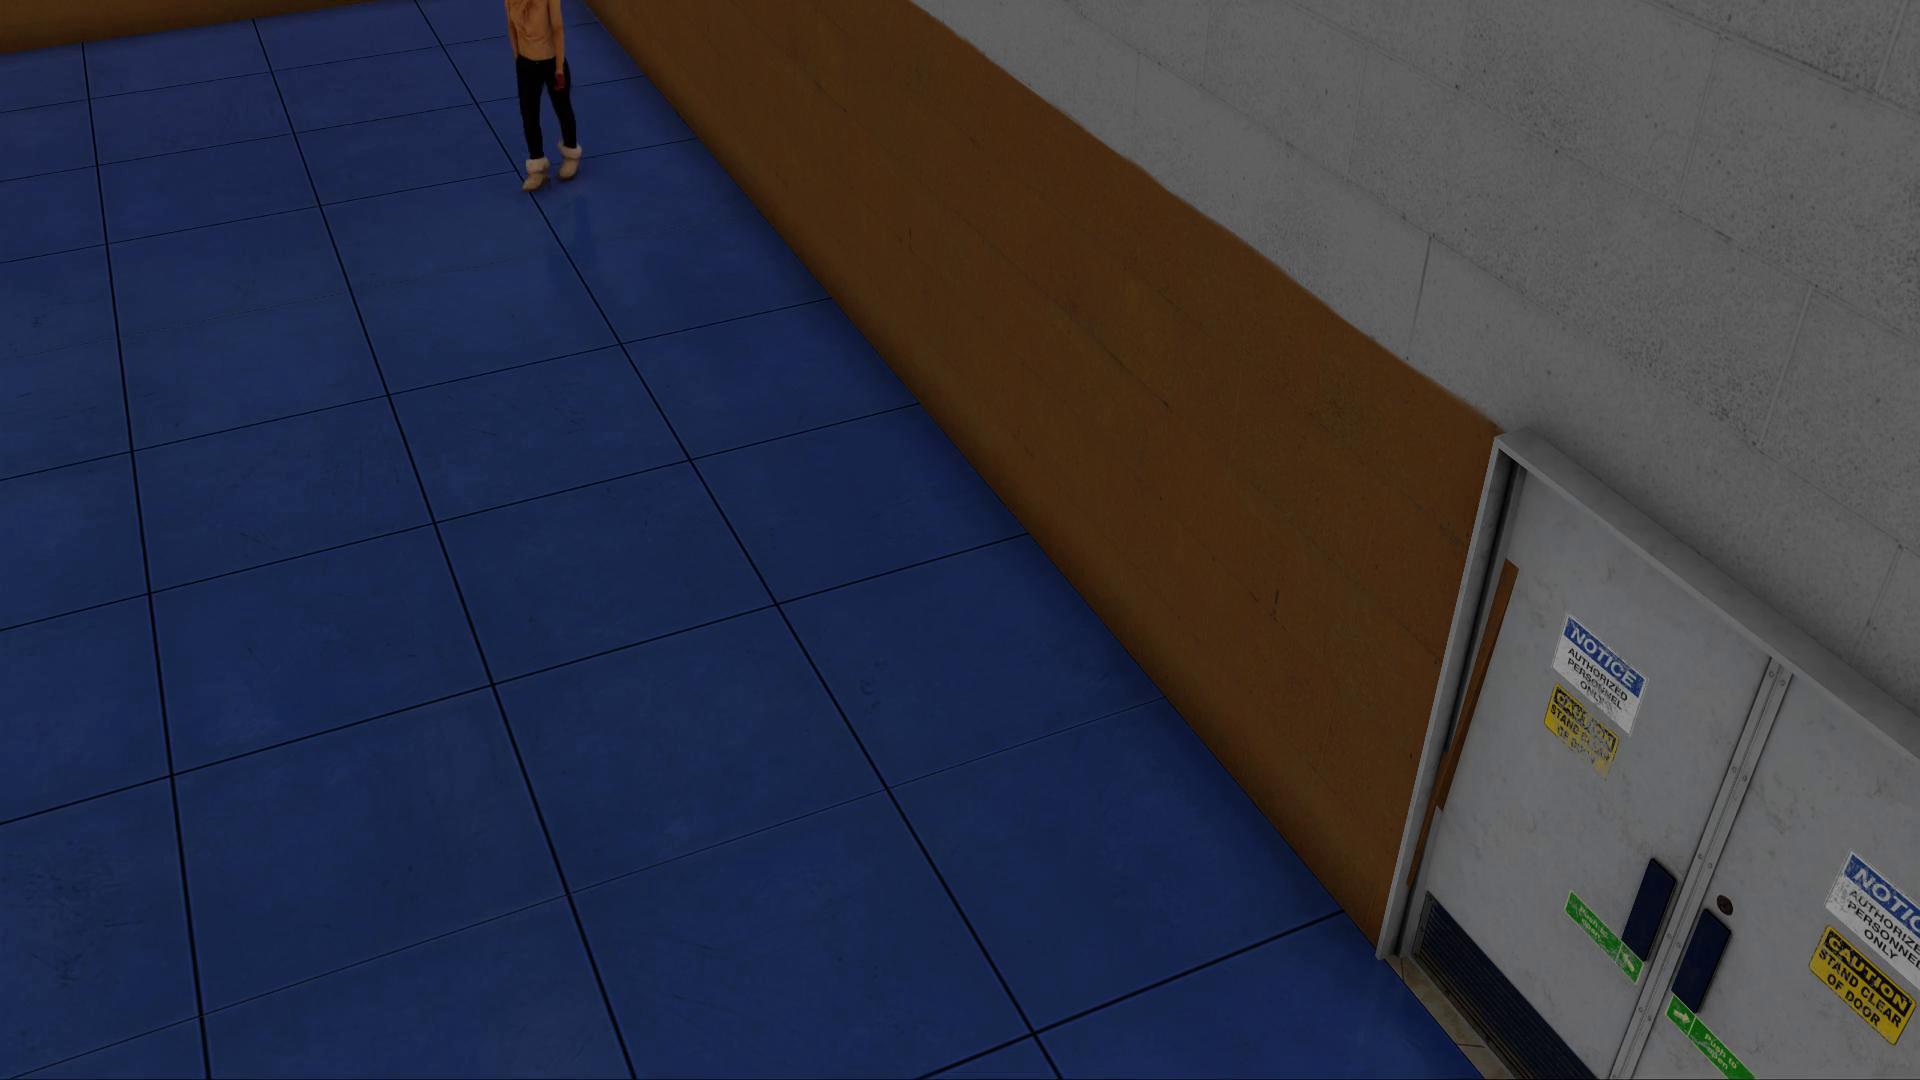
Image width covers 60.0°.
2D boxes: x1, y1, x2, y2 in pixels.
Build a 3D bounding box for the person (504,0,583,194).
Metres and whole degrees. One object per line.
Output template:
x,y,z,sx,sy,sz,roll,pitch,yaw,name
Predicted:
-2.760,-3.218,11.141,0.885,1.642,0.909,5,37,7,person
